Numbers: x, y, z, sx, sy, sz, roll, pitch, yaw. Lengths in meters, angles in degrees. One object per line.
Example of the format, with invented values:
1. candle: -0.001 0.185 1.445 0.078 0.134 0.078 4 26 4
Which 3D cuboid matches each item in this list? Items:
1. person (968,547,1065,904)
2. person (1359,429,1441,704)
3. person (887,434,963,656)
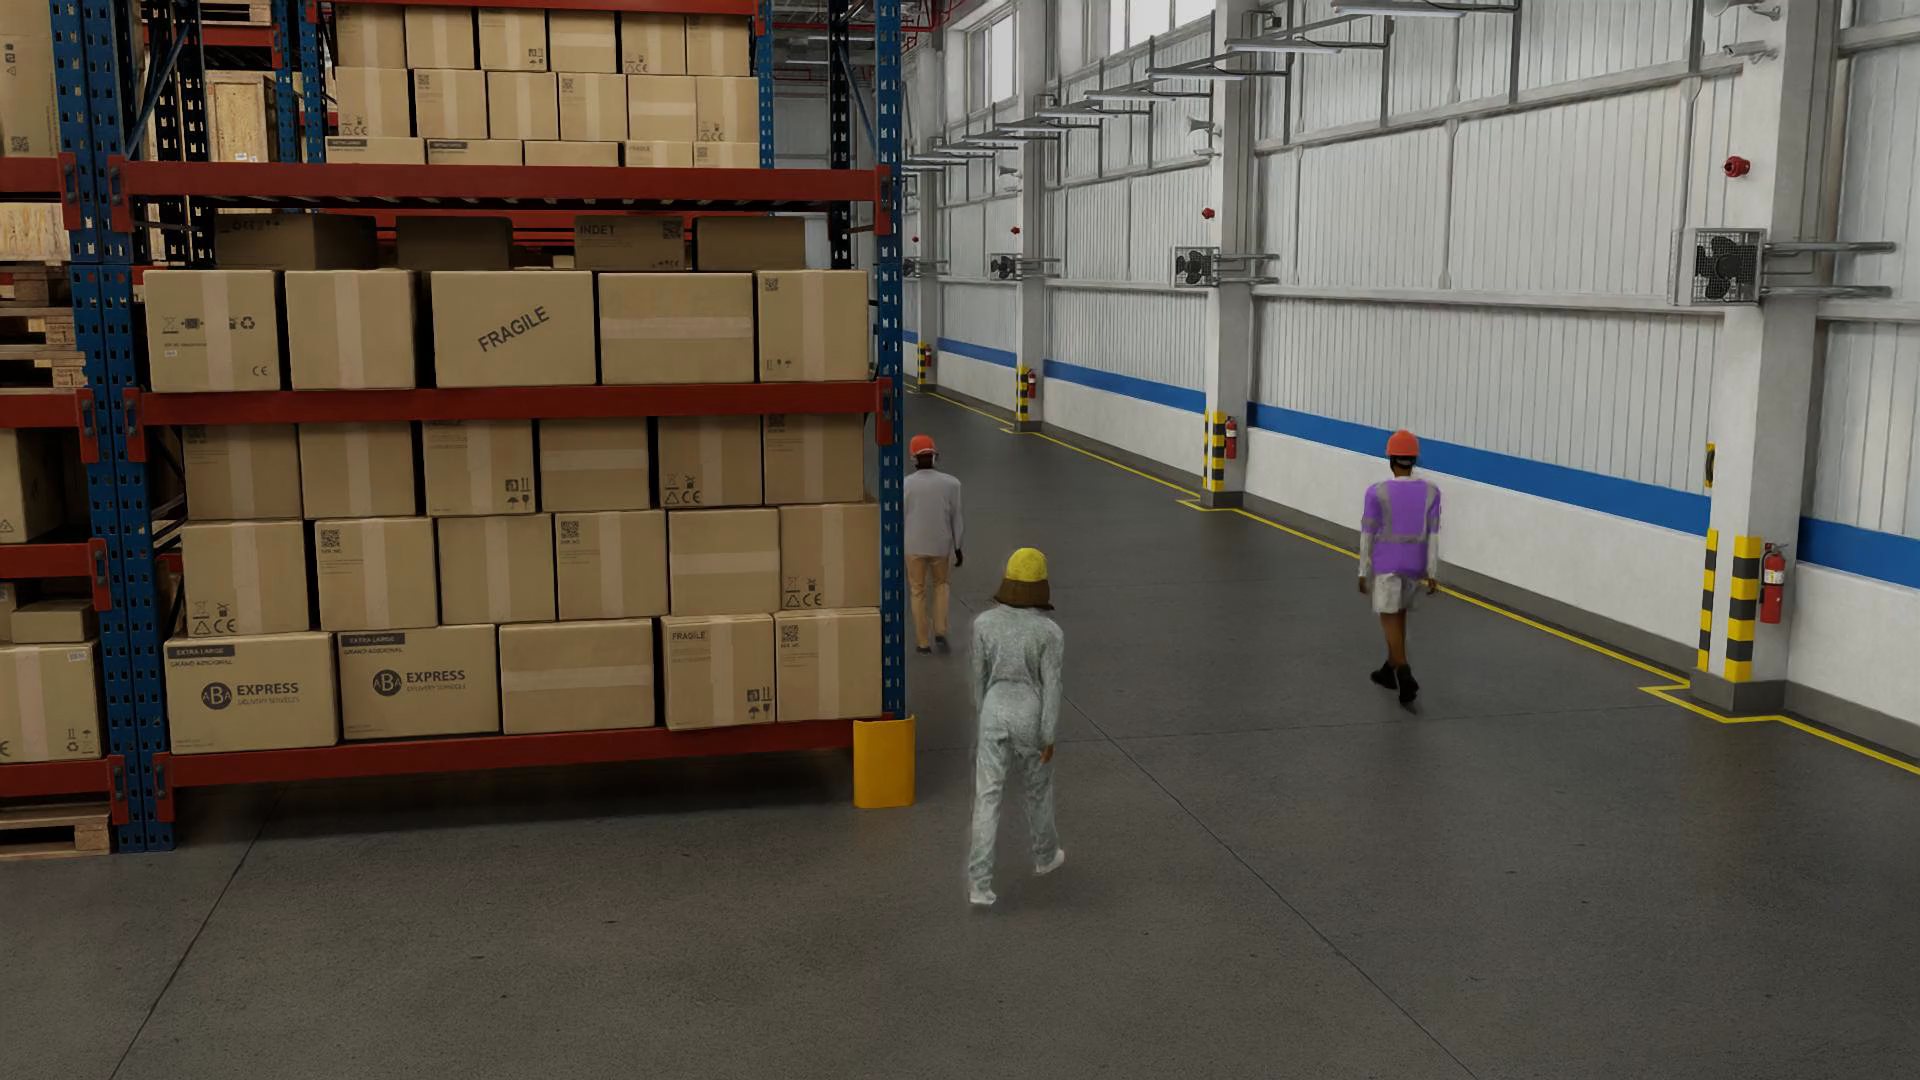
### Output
1. person: 0.267 0.880 8.030 0.500 1.701 0.889 4 10 21
2. person: 3.097 0.182 11.670 0.551 1.911 0.899 -1 9 -6
3. person: -0.284 0.029 13.110 0.586 1.730 0.595 -2 9 -9
